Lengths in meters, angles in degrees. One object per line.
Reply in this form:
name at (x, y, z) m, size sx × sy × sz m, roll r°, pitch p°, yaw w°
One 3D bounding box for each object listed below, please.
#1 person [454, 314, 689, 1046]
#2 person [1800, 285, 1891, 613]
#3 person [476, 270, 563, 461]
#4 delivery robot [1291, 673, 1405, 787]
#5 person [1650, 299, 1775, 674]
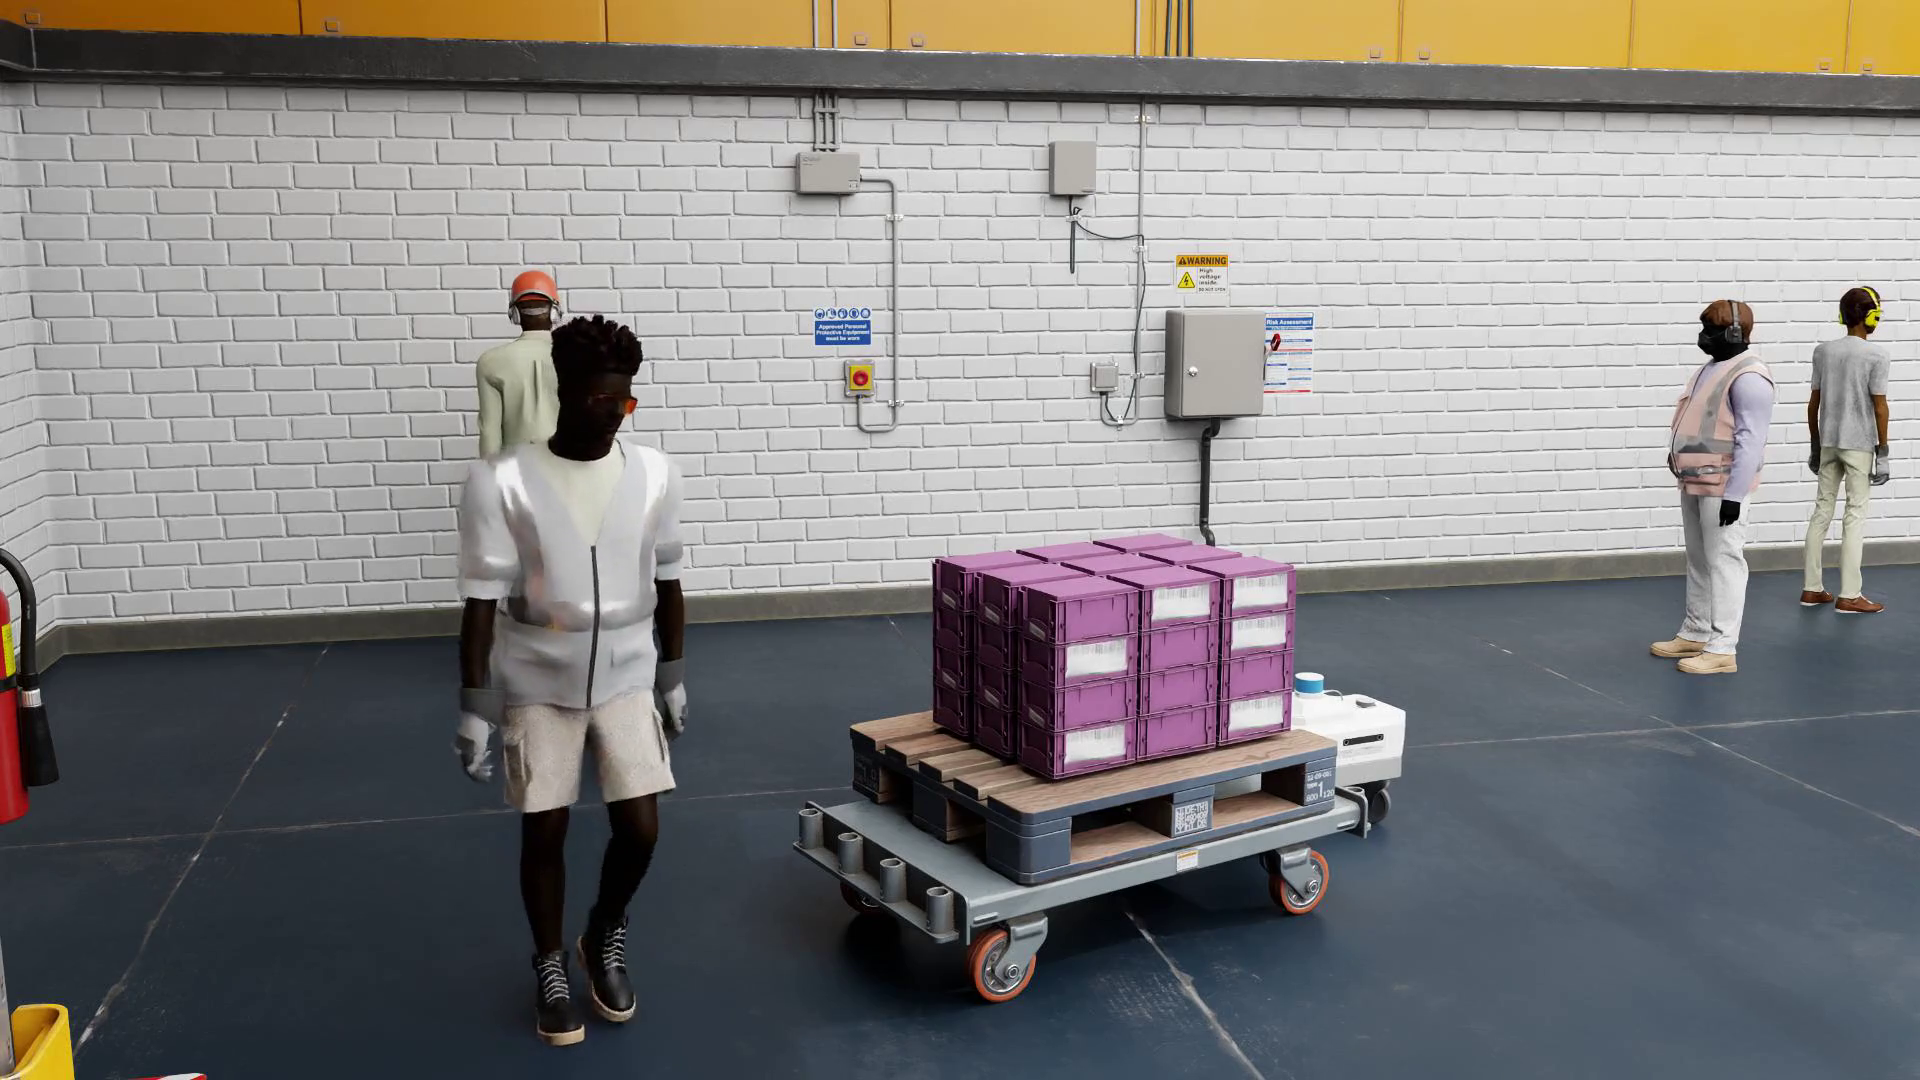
person at (-1.018, 0.384, 4.383) m, size 0.673 × 1.938 × 0.434 m, roll -5°, pitch 11°, yaw -26°
person at (5.113, -0.514, 9.558) m, size 0.328 × 1.871 × 0.513 m, roll -5°, pitch 11°, yaw -25°
person at (-2.003, -0.300, 8.044) m, size 0.610 × 1.986 × 0.387 m, roll -3°, pitch 11°, yaw -14°
delivery robot at (1.266, 0.727, 6.060) m, size 0.707 × 0.478 × 0.477 m, roll -5°, pitch 11°, yaw -25°
person at (3.735, -0.264, 8.248) m, size 0.429 × 1.844 × 0.626 m, roll 0°, pitch 10°, yaw 2°
